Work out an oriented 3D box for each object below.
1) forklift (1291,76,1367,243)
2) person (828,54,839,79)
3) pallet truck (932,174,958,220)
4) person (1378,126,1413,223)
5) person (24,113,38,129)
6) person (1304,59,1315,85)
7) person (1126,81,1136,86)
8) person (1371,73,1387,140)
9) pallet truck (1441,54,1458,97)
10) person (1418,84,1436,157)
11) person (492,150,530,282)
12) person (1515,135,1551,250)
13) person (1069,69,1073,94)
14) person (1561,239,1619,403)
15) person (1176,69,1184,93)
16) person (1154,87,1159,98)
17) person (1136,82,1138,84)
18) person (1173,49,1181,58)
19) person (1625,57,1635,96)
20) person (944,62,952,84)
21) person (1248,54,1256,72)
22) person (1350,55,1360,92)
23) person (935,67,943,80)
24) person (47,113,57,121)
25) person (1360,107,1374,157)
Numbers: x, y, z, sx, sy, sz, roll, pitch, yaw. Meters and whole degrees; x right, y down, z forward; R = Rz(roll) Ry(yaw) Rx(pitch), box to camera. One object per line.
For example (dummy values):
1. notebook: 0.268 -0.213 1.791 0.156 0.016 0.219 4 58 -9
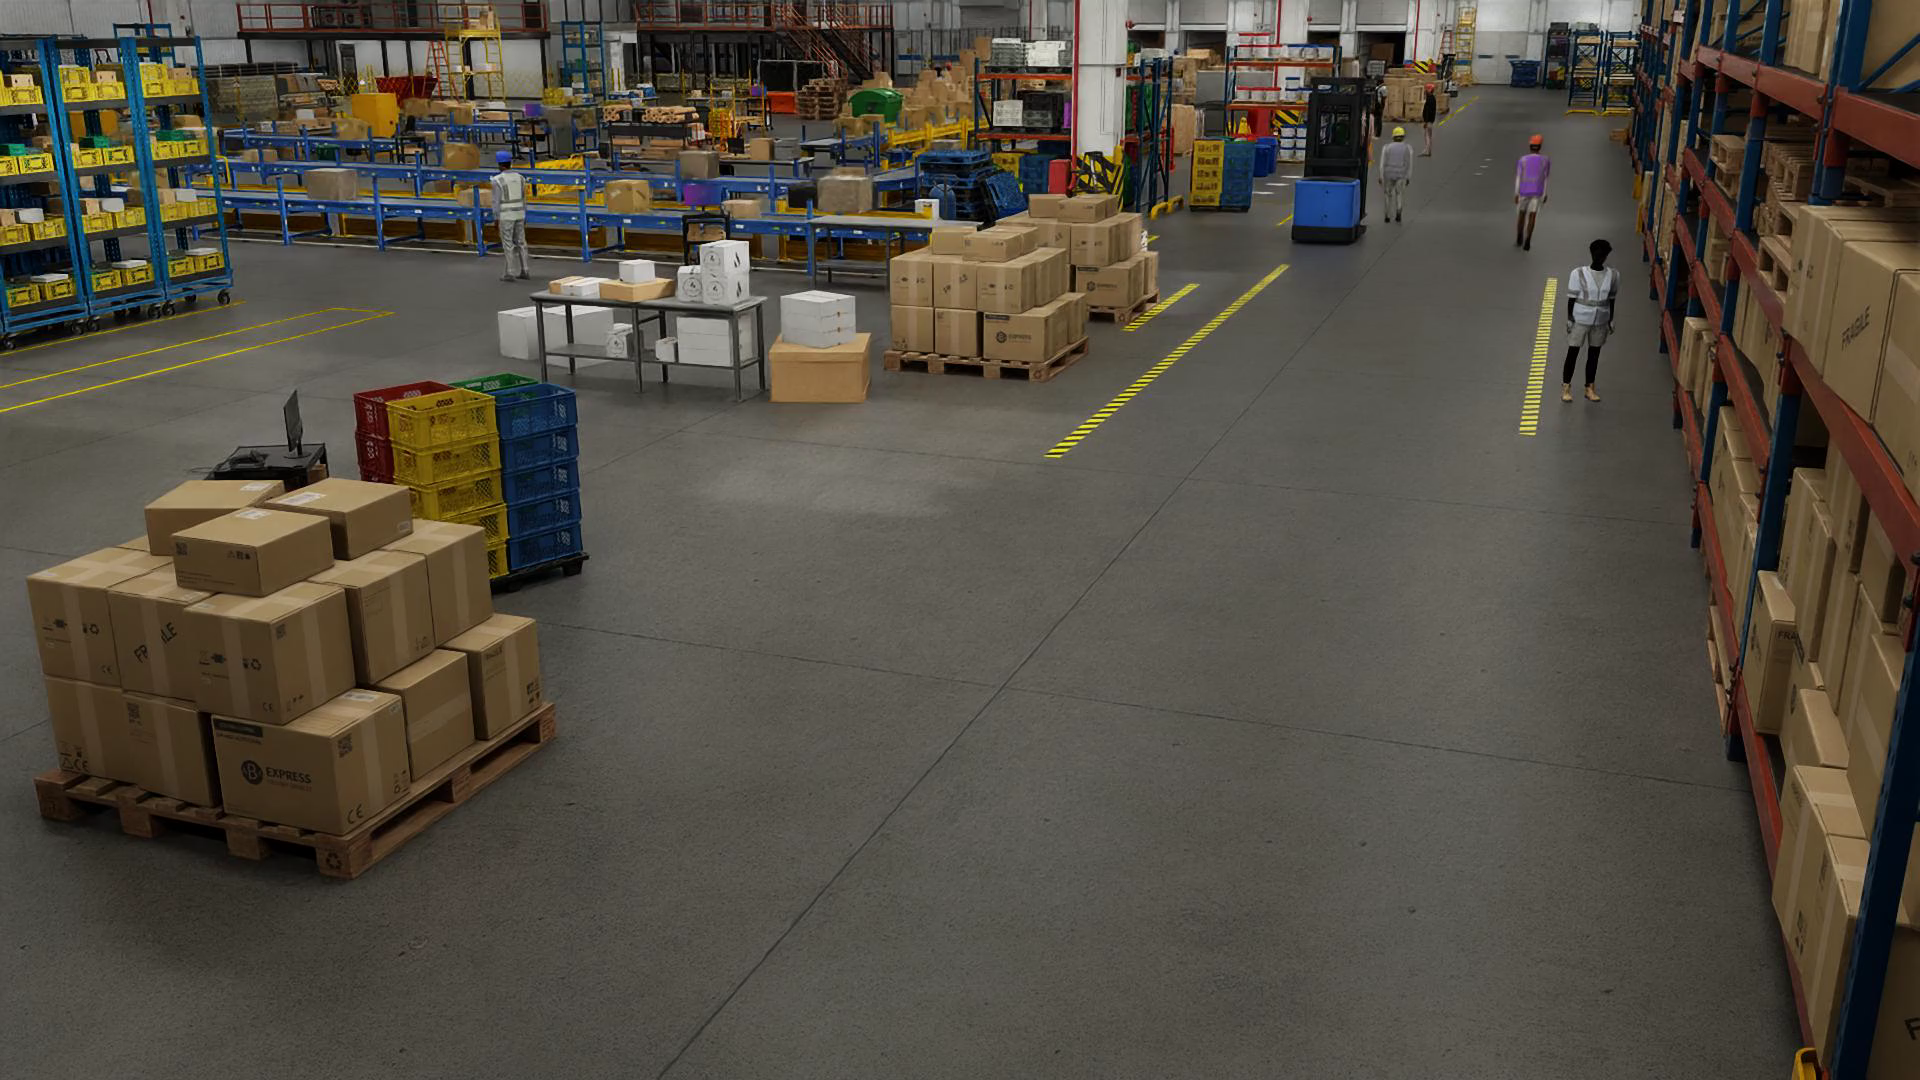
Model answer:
1. forklift: 6.598 -6.755 29.381 1.129 2.768 1.873 6 19 19
2. person: -6.202 -22.860 81.604 0.582 1.882 0.351 10 20 27
3. pallet truck: -0.507 -5.292 27.348 0.653 1.274 1.630 6 19 19
4. person: 8.316 -6.980 31.822 0.601 1.816 0.430 3 18 9
5. person: -31.783 -14.919 56.612 0.651 1.907 0.409 -9 20 -27
6. person: 18.389 -24.685 87.356 0.594 1.873 1.029 -11 21 -30
7. person: 6.418 -16.588 61.861 0.560 1.903 0.850 -15 23 -38
8. person: 13.120 -13.677 52.492 0.538 2.000 0.684 -6 19 -17
9. pallet truck: 22.765 -21.886 78.355 0.823 1.965 1.885 -4 18 -14
10. person: 12.988 -11.637 46.160 0.389 1.991 0.625 9 20 26
11. person: -6.745 -4.848 24.929 0.416 1.940 0.601 11 21 31
12. person: 9.777 -5.955 28.454 0.548 1.891 0.948 7 19 20
13. person: 4.546 -17.627 65.383 0.434 1.745 0.543 14 22 37
14. person: 6.507 -2.260 17.183 0.531 1.692 0.320 -1 18 -2
15. person: 8.181 -16.690 62.296 0.838 1.841 0.519 8 19 23
16. person: 6.751 -15.001 57.229 0.321 1.686 0.544 6 19 17
17. person: 9.713 -26.378 92.743 0.537 1.831 0.632 11 21 30
18. person: 11.764 -25.687 90.427 0.616 1.923 0.771 -10 20 -29
19. person: 32.441 -22.265 79.699 0.877 1.911 0.548 7 19 20
20. person: -0.471 -18.370 67.425 0.404 1.921 0.582 2 18 6
21. person: 14.993 -23.956 85.183 0.911 1.807 0.629 -1 18 -2
22. person: 18.804 -22.025 78.924 0.530 1.921 0.633 -6 19 -18
23. person: -0.774 -16.322 60.925 0.362 1.963 0.614 -2 18 -6
24. person: -29.877 -14.376 54.685 0.608 2.044 0.371 -16 24 -41
25. person: 10.190 -10.208 42.064 0.534 1.745 0.583 6 19 20
